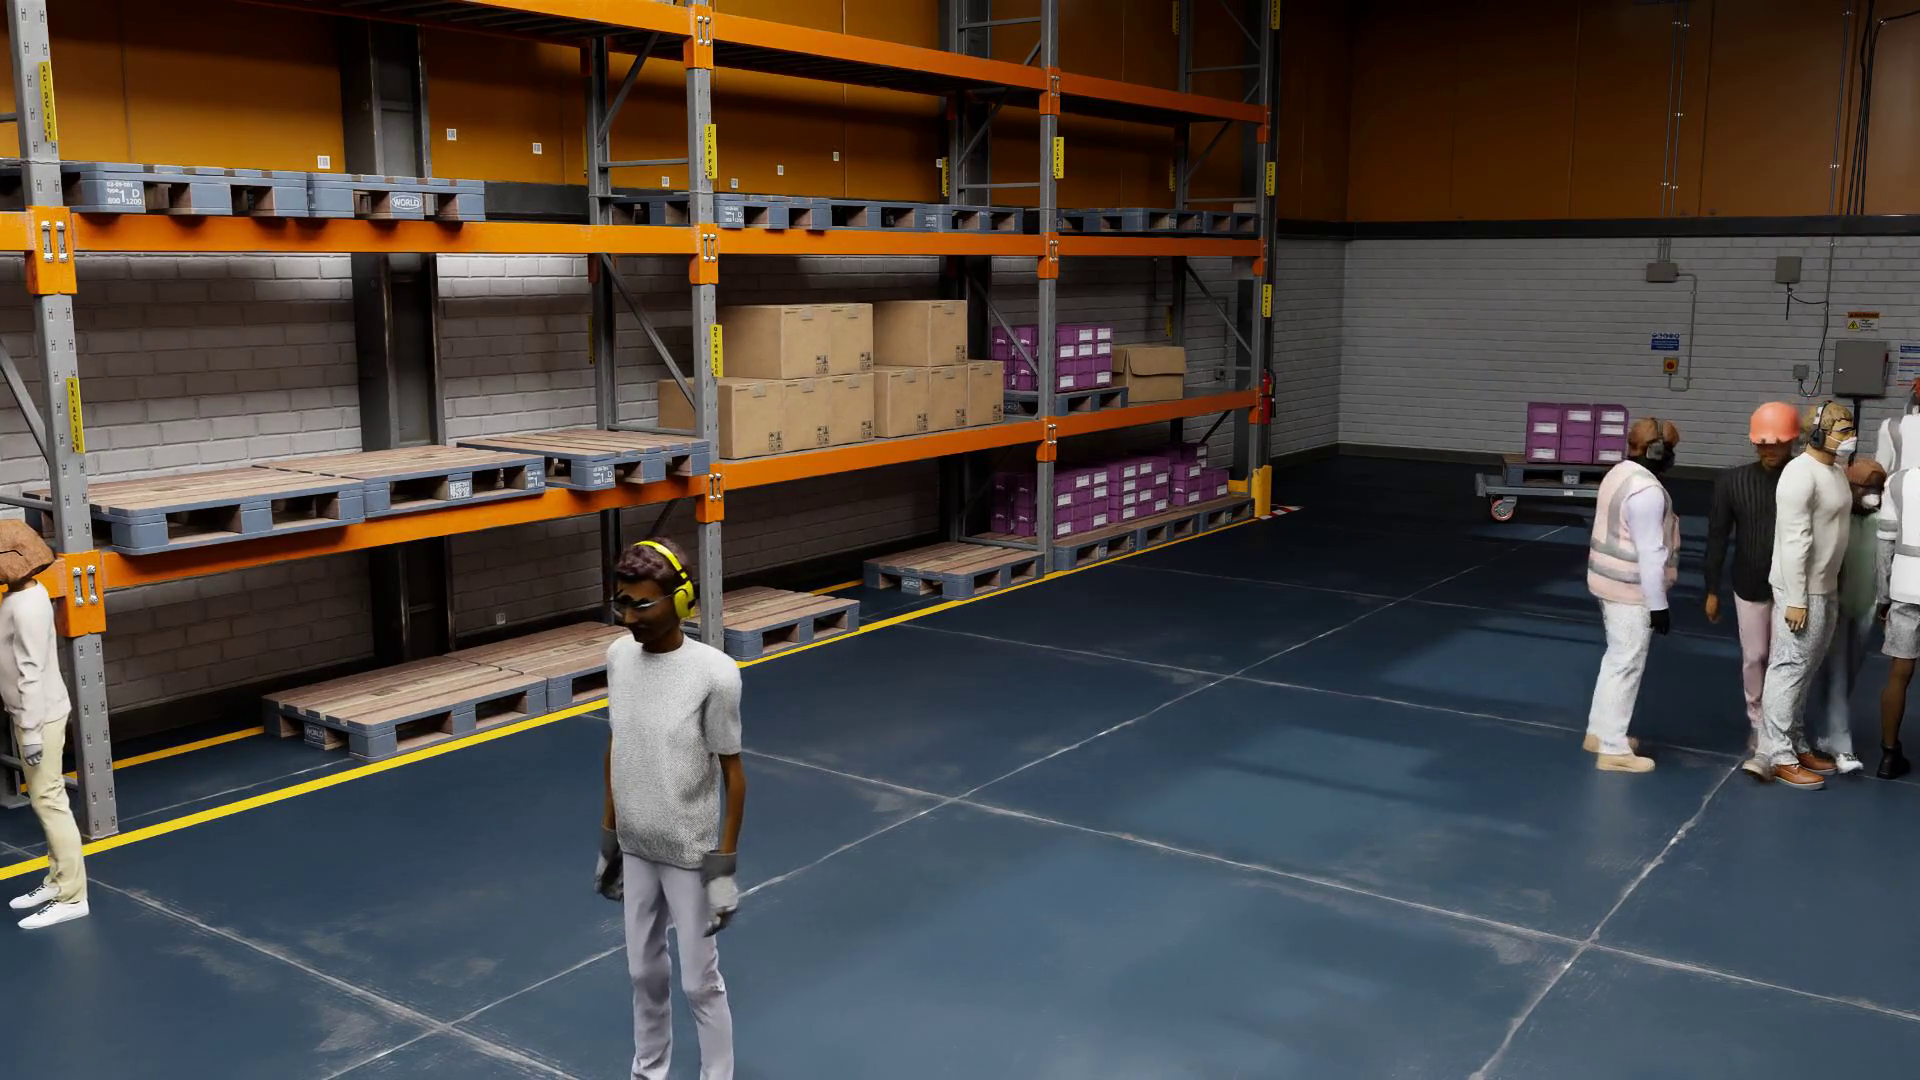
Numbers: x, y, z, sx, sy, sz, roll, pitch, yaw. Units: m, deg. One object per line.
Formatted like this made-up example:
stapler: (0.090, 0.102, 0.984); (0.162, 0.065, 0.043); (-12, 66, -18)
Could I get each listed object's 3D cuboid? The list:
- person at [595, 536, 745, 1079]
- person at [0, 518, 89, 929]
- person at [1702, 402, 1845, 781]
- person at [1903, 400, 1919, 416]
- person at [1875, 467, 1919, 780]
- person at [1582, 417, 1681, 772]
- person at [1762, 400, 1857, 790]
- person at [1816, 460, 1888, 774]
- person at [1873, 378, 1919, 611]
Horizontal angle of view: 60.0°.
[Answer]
person: (-0.844, 0.908, 4.759); (0.517, 1.865, 0.328); (6, 11, 31)
person: (-3.684, 0.719, 6.601); (0.282, 1.625, 0.492); (-6, 11, -30)
person: (4.199, 0.239, 8.590); (0.661, 1.924, 1.001); (6, 11, 32)
person: (7.557, -0.469, 13.039); (1.004, 1.830, 0.595); (-5, 11, -29)
person: (4.873, 0.279, 8.318); (0.385, 1.927, 0.546); (-7, 12, -35)
person: (3.478, 0.282, 8.610); (0.431, 1.834, 0.689); (2, 10, 9)
person: (4.276, 0.265, 8.367); (0.368, 1.939, 0.633); (8, 12, 40)
person: (4.624, 0.404, 8.527); (0.517, 1.601, 0.754); (0, 10, -1)
person: (6.623, -0.216, 11.449); (0.595, 1.858, 0.754); (7, 12, 35)
